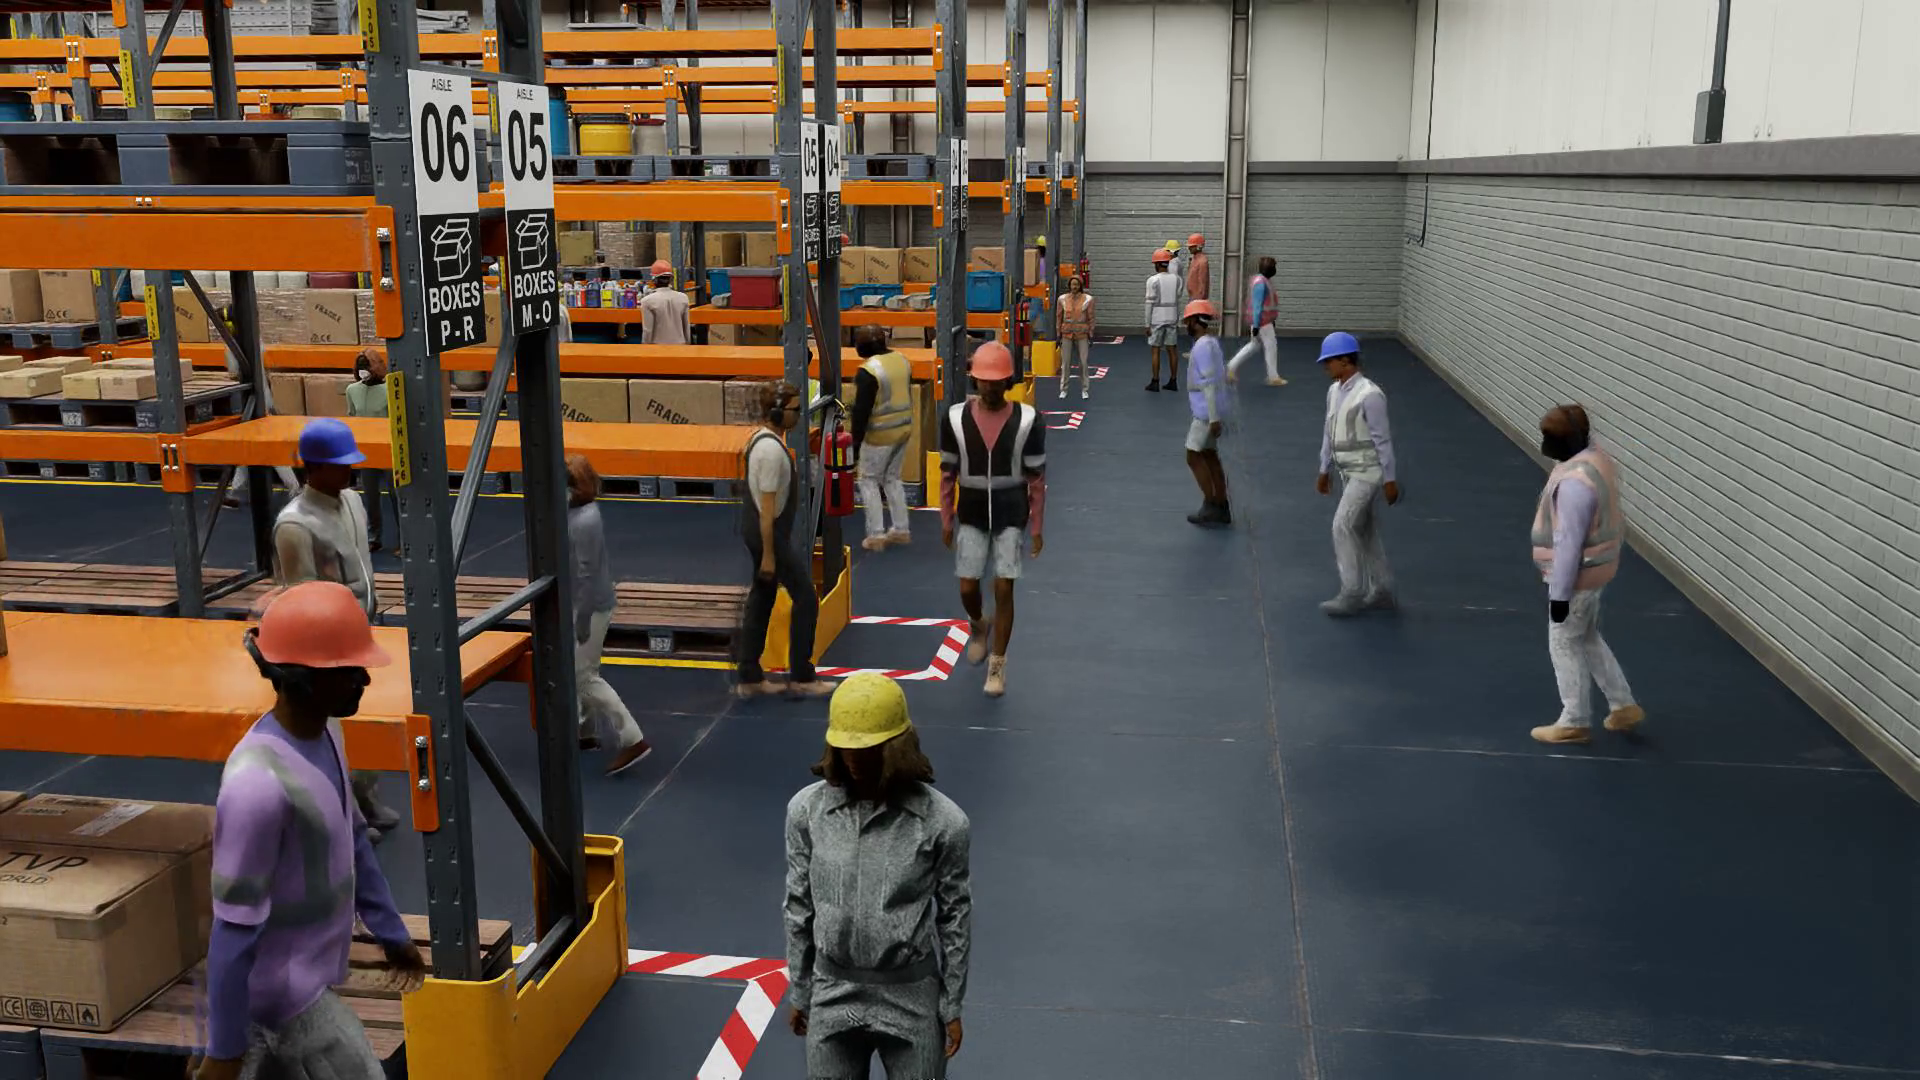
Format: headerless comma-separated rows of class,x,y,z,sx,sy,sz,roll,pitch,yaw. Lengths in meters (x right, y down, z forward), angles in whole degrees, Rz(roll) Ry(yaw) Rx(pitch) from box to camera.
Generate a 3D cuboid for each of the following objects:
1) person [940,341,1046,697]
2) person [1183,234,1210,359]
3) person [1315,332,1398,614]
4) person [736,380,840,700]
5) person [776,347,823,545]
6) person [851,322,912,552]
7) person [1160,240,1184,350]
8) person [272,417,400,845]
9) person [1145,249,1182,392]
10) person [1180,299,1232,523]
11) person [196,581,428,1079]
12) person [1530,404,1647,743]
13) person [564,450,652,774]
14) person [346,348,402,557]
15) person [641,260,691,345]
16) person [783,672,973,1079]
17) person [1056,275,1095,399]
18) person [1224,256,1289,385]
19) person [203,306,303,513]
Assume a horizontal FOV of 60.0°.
person,0.191,-0.136,9.512,0.607,2.030,0.579,2,13,7
person,3.766,-3.878,26.510,0.406,1.986,0.613,-1,13,-6
person,2.665,-0.442,11.176,0.716,1.897,0.631,-2,13,-9
person,-0.940,0.015,9.294,0.729,1.818,0.543,-3,13,-14
person,-1.226,-0.666,12.656,0.535,1.700,0.318,1,13,3
person,-0.610,-0.802,13.034,0.437,1.813,0.653,7,14,29
person,3.538,-4.107,27.887,0.404,1.833,0.589,2,13,11
person,-2.680,0.417,7.248,0.488,1.921,0.639,2,13,8
person,2.733,-2.975,22.569,0.548,1.929,0.387,-5,14,-22
person,2.085,-1.080,14.080,0.562,1.890,0.560,5,13,21
person,-1.652,1.079,4.195,1.026,1.979,0.609,-3,13,-12
person,3.245,0.196,8.546,0.628,1.803,0.680,6,14,25
person,-1.837,0.339,8.307,0.449,1.621,0.589,-4,13,-18
person,-4.502,-0.675,12.871,0.497,1.625,0.286,3,13,13
person,-3.258,-2.091,18.413,0.611,1.996,0.379,-11,16,-40
person,-0.216,1.172,4.259,0.488,1.743,0.319,3,13,11
person,1.514,-2.661,21.825,0.513,1.630,0.318,3,13,13
person,4.148,-3.058,23.219,0.873,1.810,0.628,2,13,10
person,-6.155,-1.118,14.445,0.956,1.815,0.499,-1,13,-3
